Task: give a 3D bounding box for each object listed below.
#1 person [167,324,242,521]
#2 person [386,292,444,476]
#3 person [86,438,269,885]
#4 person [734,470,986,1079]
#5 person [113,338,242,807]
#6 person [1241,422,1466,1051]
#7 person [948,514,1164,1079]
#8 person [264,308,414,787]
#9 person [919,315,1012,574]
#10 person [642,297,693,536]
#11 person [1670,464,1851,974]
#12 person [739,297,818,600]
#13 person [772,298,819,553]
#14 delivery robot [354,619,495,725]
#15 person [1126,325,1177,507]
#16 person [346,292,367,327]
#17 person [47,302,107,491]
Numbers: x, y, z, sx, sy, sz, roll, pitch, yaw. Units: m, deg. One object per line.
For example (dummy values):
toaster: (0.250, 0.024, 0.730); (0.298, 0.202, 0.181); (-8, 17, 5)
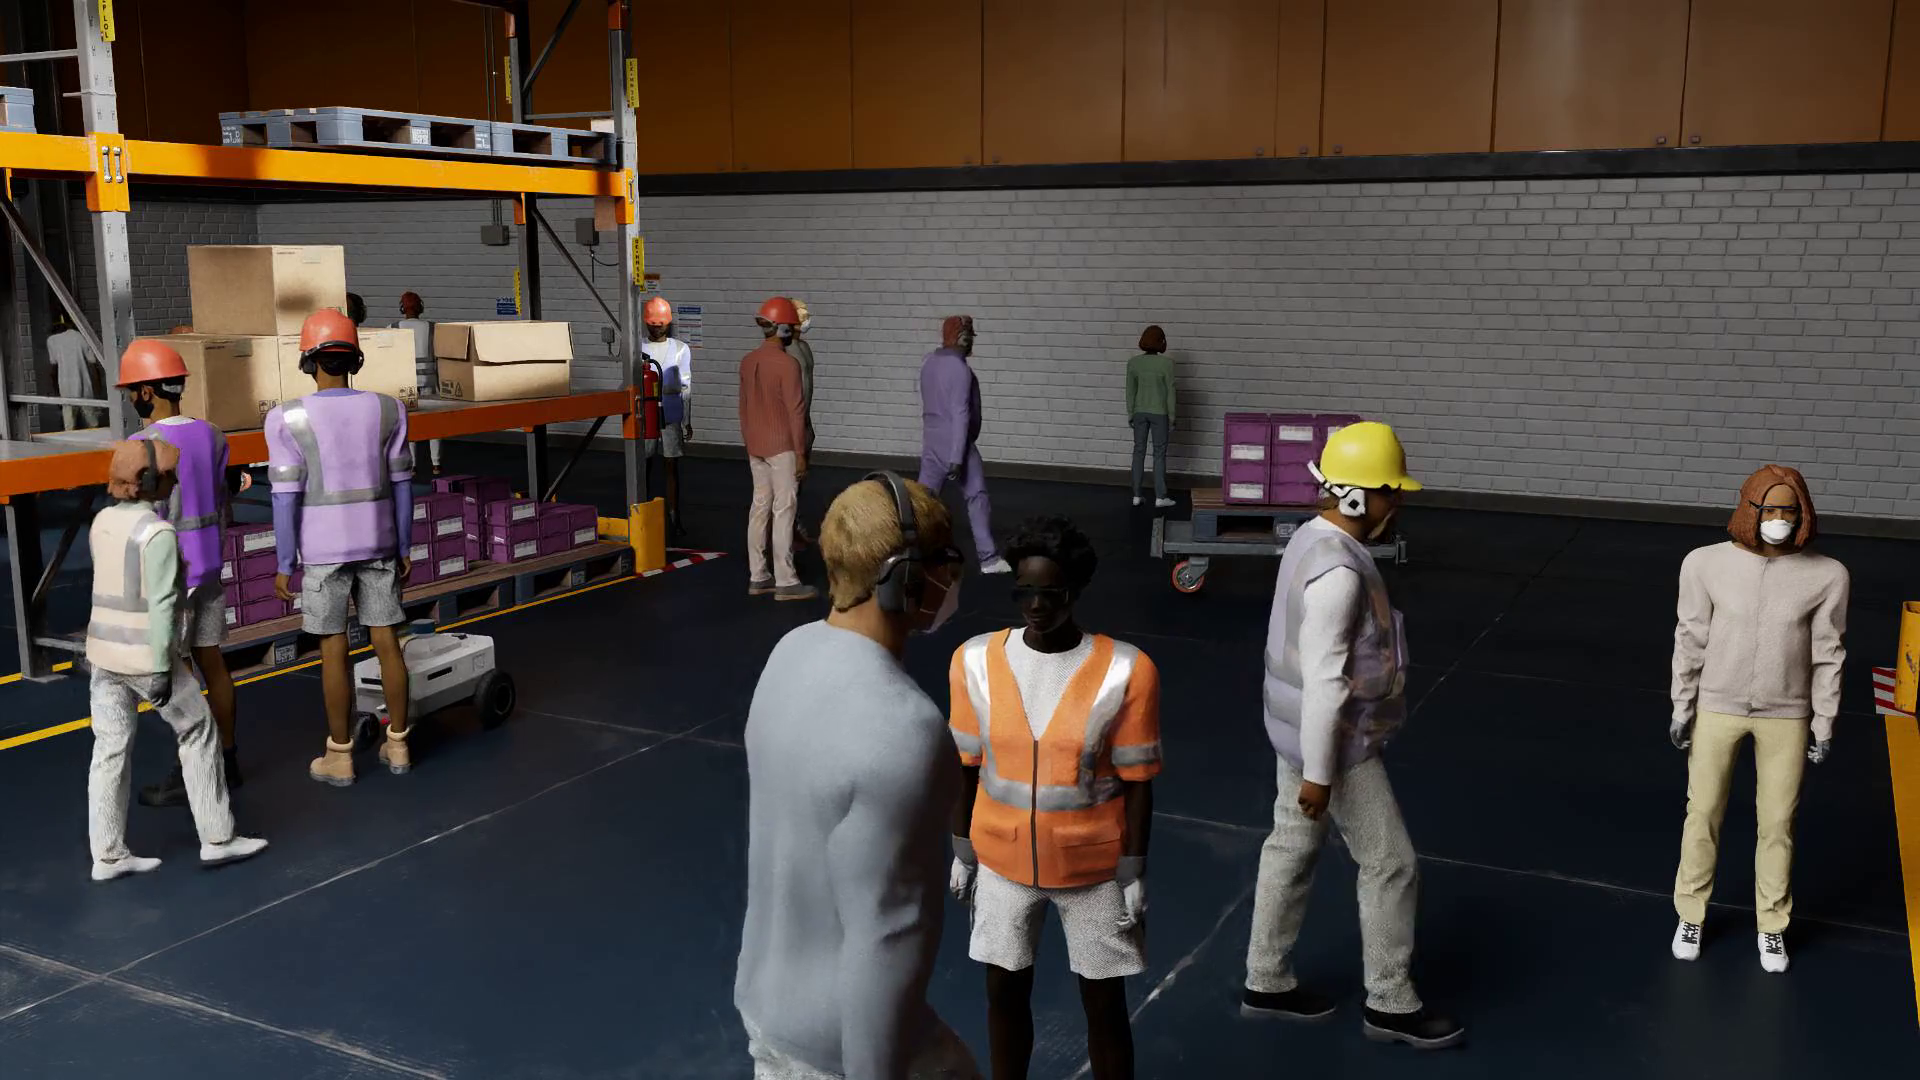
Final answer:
person: (-4.895, -0.455, 10.629); (0.618, 1.836, 0.430); (-1, 10, -4)
person: (-5.586, -1.601, 17.094); (0.574, 1.885, 0.358); (-5, 11, -26)
person: (-2.924, 0.432, 6.103); (0.531, 1.610, 0.684); (6, 12, 33)
person: (-0.144, 0.831, 2.911); (0.646, 1.914, 0.645); (-6, 11, -29)
person: (-3.246, 0.148, 6.876); (0.412, 1.935, 0.549); (2, 10, 11)
person: (1.180, 0.558, 4.806); (0.746, 1.799, 0.610); (0, 10, 3)
person: (0.217, 0.766, 3.970); (0.533, 1.688, 0.320); (3, 10, 18)
person: (-2.652, 0.036, 7.156); (0.606, 2.045, 0.389); (-8, 12, -38)
person: (-0.101, -0.648, 11.674); (0.999, 1.862, 0.633); (-6, 11, -31)
person: (-2.415, -0.978, 13.366); (0.543, 1.928, 0.372); (-3, 10, -18)
person: (2.528, 0.566, 5.305); (0.497, 1.629, 0.276); (4, 10, 21)
person: (-1.201, -0.603, 11.006); (0.402, 1.990, 0.622); (-9, 13, -42)
person: (-1.280, -0.883, 12.784); (0.372, 1.940, 0.630); (2, 10, 14)
delivery robot: (-2.516, 0.615, 7.838); (0.477, 0.478, 0.707); (3, 10, 19)
person: (1.730, -1.115, 15.007); (0.498, 1.634, 0.282); (7, 12, 35)
person: (-5.262, -1.180, 14.500); (0.631, 1.940, 0.369); (9, 13, 41)
person: (-8.585, -1.399, 16.150); (0.532, 1.819, 0.975); (-1, 10, -6)
